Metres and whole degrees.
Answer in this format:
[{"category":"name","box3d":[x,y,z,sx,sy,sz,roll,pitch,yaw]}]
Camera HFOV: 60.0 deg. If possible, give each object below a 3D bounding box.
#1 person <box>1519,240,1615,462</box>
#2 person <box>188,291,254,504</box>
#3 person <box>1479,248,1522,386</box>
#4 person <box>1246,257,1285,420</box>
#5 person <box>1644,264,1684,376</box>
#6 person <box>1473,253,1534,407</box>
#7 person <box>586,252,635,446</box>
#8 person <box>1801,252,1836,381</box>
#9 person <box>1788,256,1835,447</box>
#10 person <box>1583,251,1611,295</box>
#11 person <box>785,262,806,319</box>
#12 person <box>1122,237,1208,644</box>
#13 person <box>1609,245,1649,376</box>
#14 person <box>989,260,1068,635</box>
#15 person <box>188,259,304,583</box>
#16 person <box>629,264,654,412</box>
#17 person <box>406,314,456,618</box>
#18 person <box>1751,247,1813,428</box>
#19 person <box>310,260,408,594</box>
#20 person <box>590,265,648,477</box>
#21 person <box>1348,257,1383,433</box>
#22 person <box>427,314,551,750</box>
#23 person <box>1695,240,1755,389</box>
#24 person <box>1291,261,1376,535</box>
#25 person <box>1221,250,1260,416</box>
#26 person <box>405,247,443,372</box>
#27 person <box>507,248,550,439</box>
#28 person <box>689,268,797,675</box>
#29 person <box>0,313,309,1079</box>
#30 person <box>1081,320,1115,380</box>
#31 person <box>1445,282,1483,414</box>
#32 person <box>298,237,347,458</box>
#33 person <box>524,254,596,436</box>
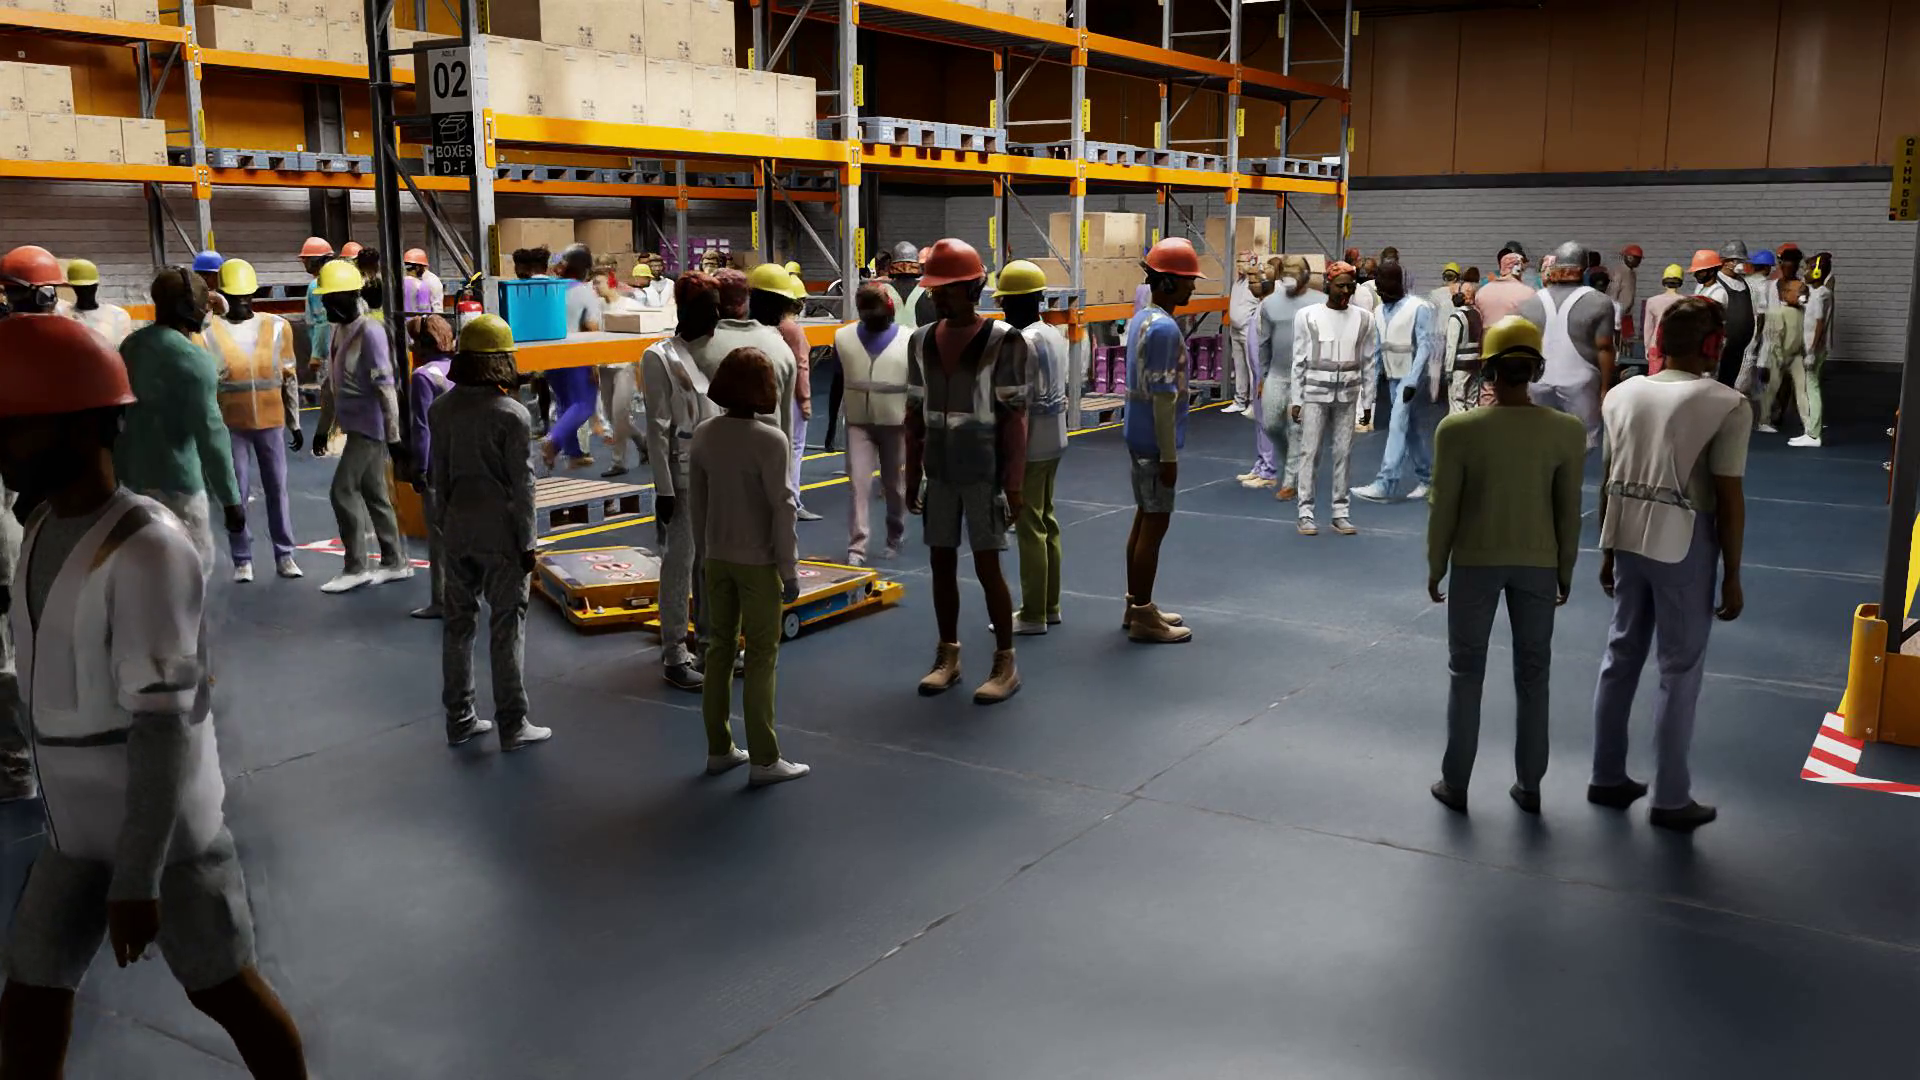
[{"category":"person","box3d":[4.378,-1.159,12.051,0.697,2.000,0.680,10,14,43]},{"category":"person","box3d":[-5.725,-1.090,12.794,0.499,1.634,0.278,7,12,32]},{"category":"person","box3d":[6.779,-2.695,20.902,0.591,1.918,0.383,-4,11,-23]},{"category":"person","box3d":[3.514,-2.261,18.726,0.529,1.842,0.374,-9,13,-40]},{"category":"person","box3d":[7.463,-2.008,17.517,0.314,1.769,0.526,-10,14,-44]},{"category":"person","box3d":[5.118,-1.728,15.604,0.399,1.899,0.642,-8,13,-37]},{"category":"person","box3d":[-3.567,-1.905,16.563,0.651,1.910,0.764,-7,12,-34]},{"category":"person","box3d":[12.320,-3.211,23.960,0.374,1.843,0.573,-4,11,-19]},{"category":"person","box3d":[8.403,-1.849,16.366,0.310,1.865,0.532,7,12,32]},{"category":"person","box3d":[10.199,-3.737,26.889,0.633,1.841,0.429,-6,12,-32]},{"category":"person","box3d":[-2.153,-2.712,21.483,0.296,1.744,0.487,-6,12,-32]},{"category":"person","box3d":[1.031,-0.497,8.409,0.403,2.034,0.609,-1,10,-3]},{"category":"person","box3d":[9.664,-3.322,24.341,0.663,1.949,0.704,-9,14,-41]},{"category":"person","box3d":[0.346,-0.470,8.578,0.398,1.920,0.586,4,11,19]},{"category":"person","box3d":[-4.218,-0.699,9.874,0.592,1.912,0.397,-7,13,-36]},{"category":"person","box3d":[-3.760,-2.390,19.701,0.311,1.741,0.493,-4,11,-23]},{"category":"person","box3d":[-2.790,-0.399,8.977,0.320,1.631,0.523,2,10,9]},{"category":"person","box3d":[8.952,-2.196,18.048,0.592,1.950,0.634,-8,13,-39]},{"category":"person","box3d":[-3.538,-0.648,9.583,0.699,1.901,0.614,-8,13,-37]},{"category":"person","box3d":[-2.953,-1.484,14.500,0.588,1.814,0.757,6,12,29]},{"category":"person","box3d":[4.254,-2.059,17.588,0.429,1.842,0.633,6,12,29]},{"category":"person","box3d":[-1.869,-0.027,6.635,0.481,1.735,0.312,4,11,22]},{"category":"person","box3d":[7.813,-2.045,16.962,0.681,2.000,0.535,-6,12,-29]},{"category":"person","box3d":[2.565,-0.967,11.446,0.584,1.878,0.362,-1,10,-3]},{"category":"person","box3d":[3.312,-2.399,19.294,0.404,1.911,0.636,-5,11,-25]},{"category":"person","box3d":[-6.172,-2.371,19.072,0.643,1.934,0.376,7,12,35]},{"category":"person","box3d":[-4.377,-1.949,16.721,0.613,1.927,0.853,2,10,9]},{"category":"person","box3d":[-1.062,-0.304,7.735,0.653,1.896,0.400,-10,14,-42]},{"category":"person","box3d":[-1.640,0.531,3.109,0.565,1.882,0.975,8,13,37]},{"category":"person","box3d":[1.841,-3.166,23.174,0.696,2.000,0.660,5,11,24]},{"category":"person","box3d":[4.700,-1.587,15.565,0.514,1.634,0.313,-10,14,-43]},{"category":"person","box3d":[-5.933,-1.789,15.531,0.381,2.045,0.605,0,10,-1]},{"category":"person","box3d":[-4.141,-2.023,17.180,0.699,1.915,0.614,-1,10,-6]}]
